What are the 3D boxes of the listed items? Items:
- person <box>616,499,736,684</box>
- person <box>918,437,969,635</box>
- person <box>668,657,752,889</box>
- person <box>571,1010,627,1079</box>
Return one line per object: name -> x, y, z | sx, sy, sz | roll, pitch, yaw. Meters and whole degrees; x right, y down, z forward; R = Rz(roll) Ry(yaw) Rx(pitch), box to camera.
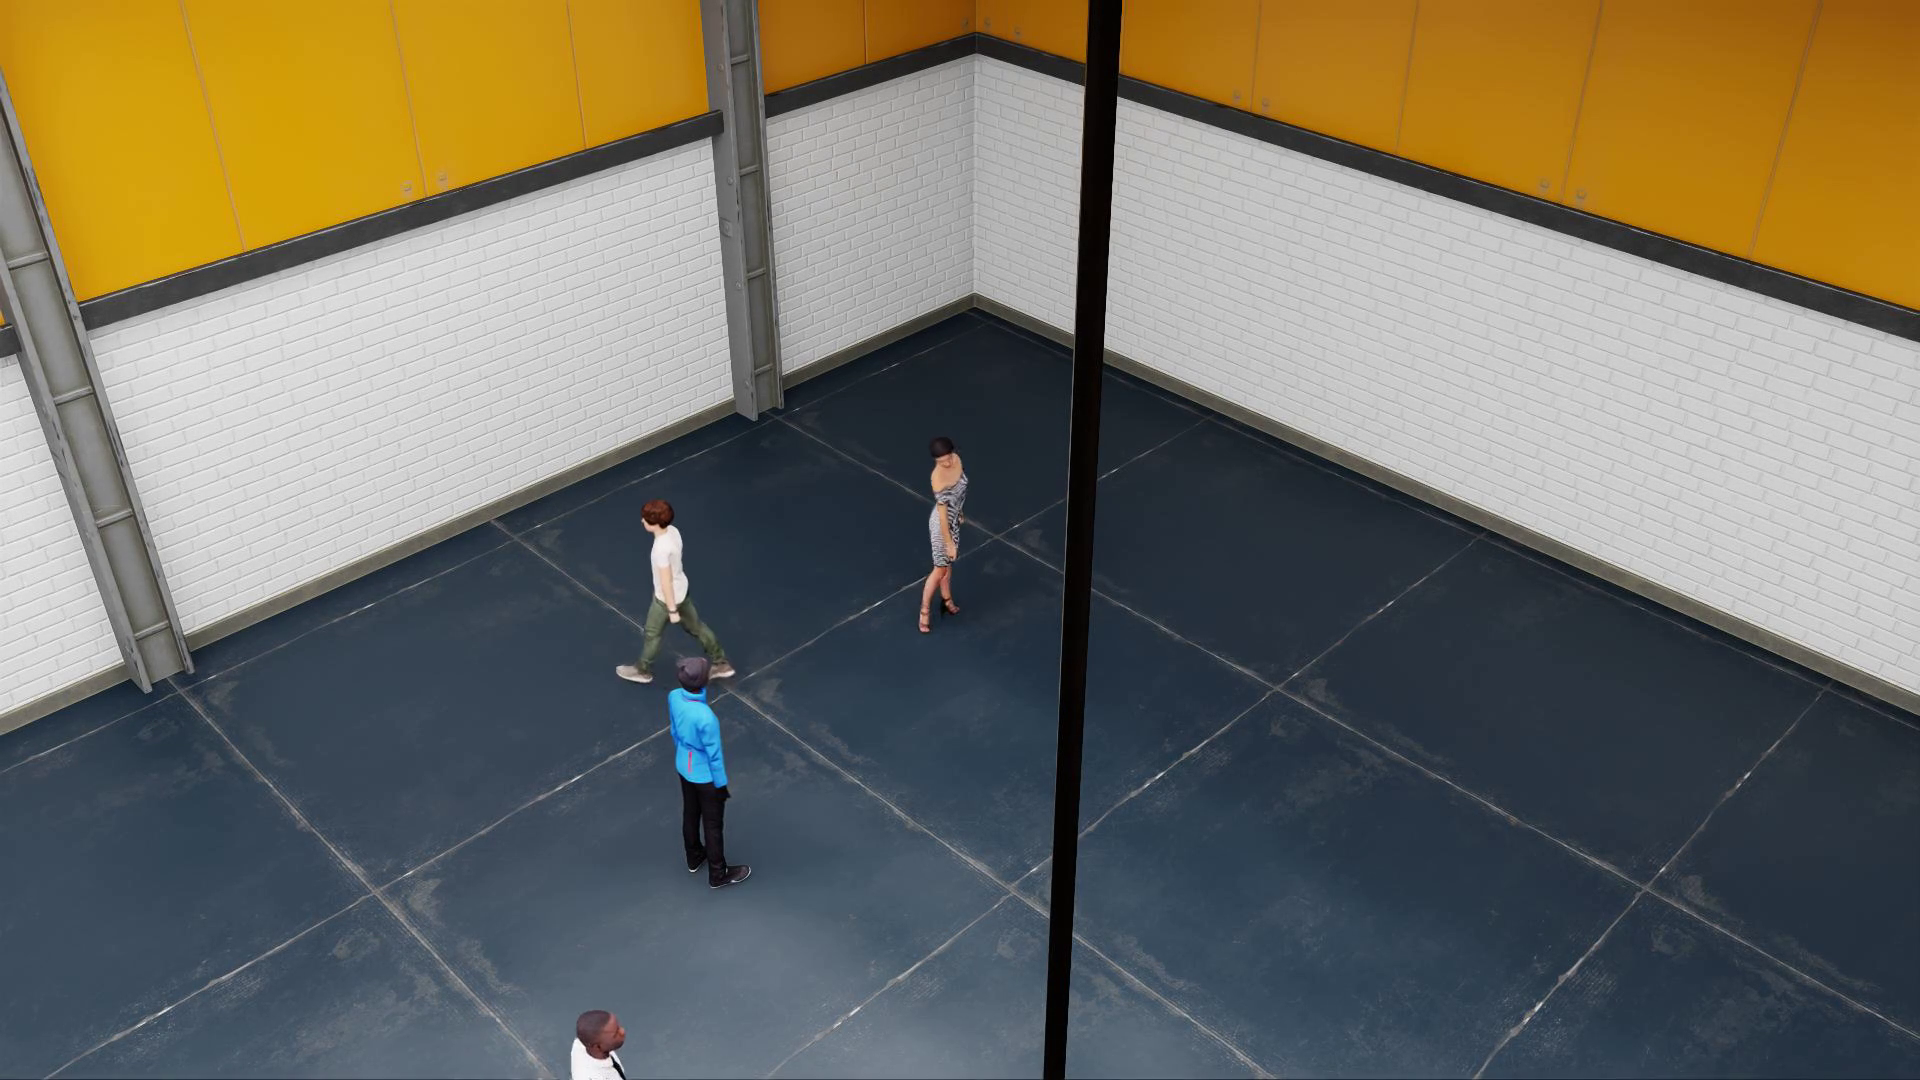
person -> -2.075, 0.429, 12.460 | 1.135, 1.608, 1.126 | 2, 34, 3
person -> -0.109, -0.118, 13.112 | 0.824, 1.797, 0.707 | 1, 34, 2
person -> -1.678, 1.486, 10.702 | 0.528, 1.793, 0.607 | -27, 42, -35
person -> -1.864, 3.041, 8.360 | 1.276, 1.797, 1.033 | -10, 35, -15
